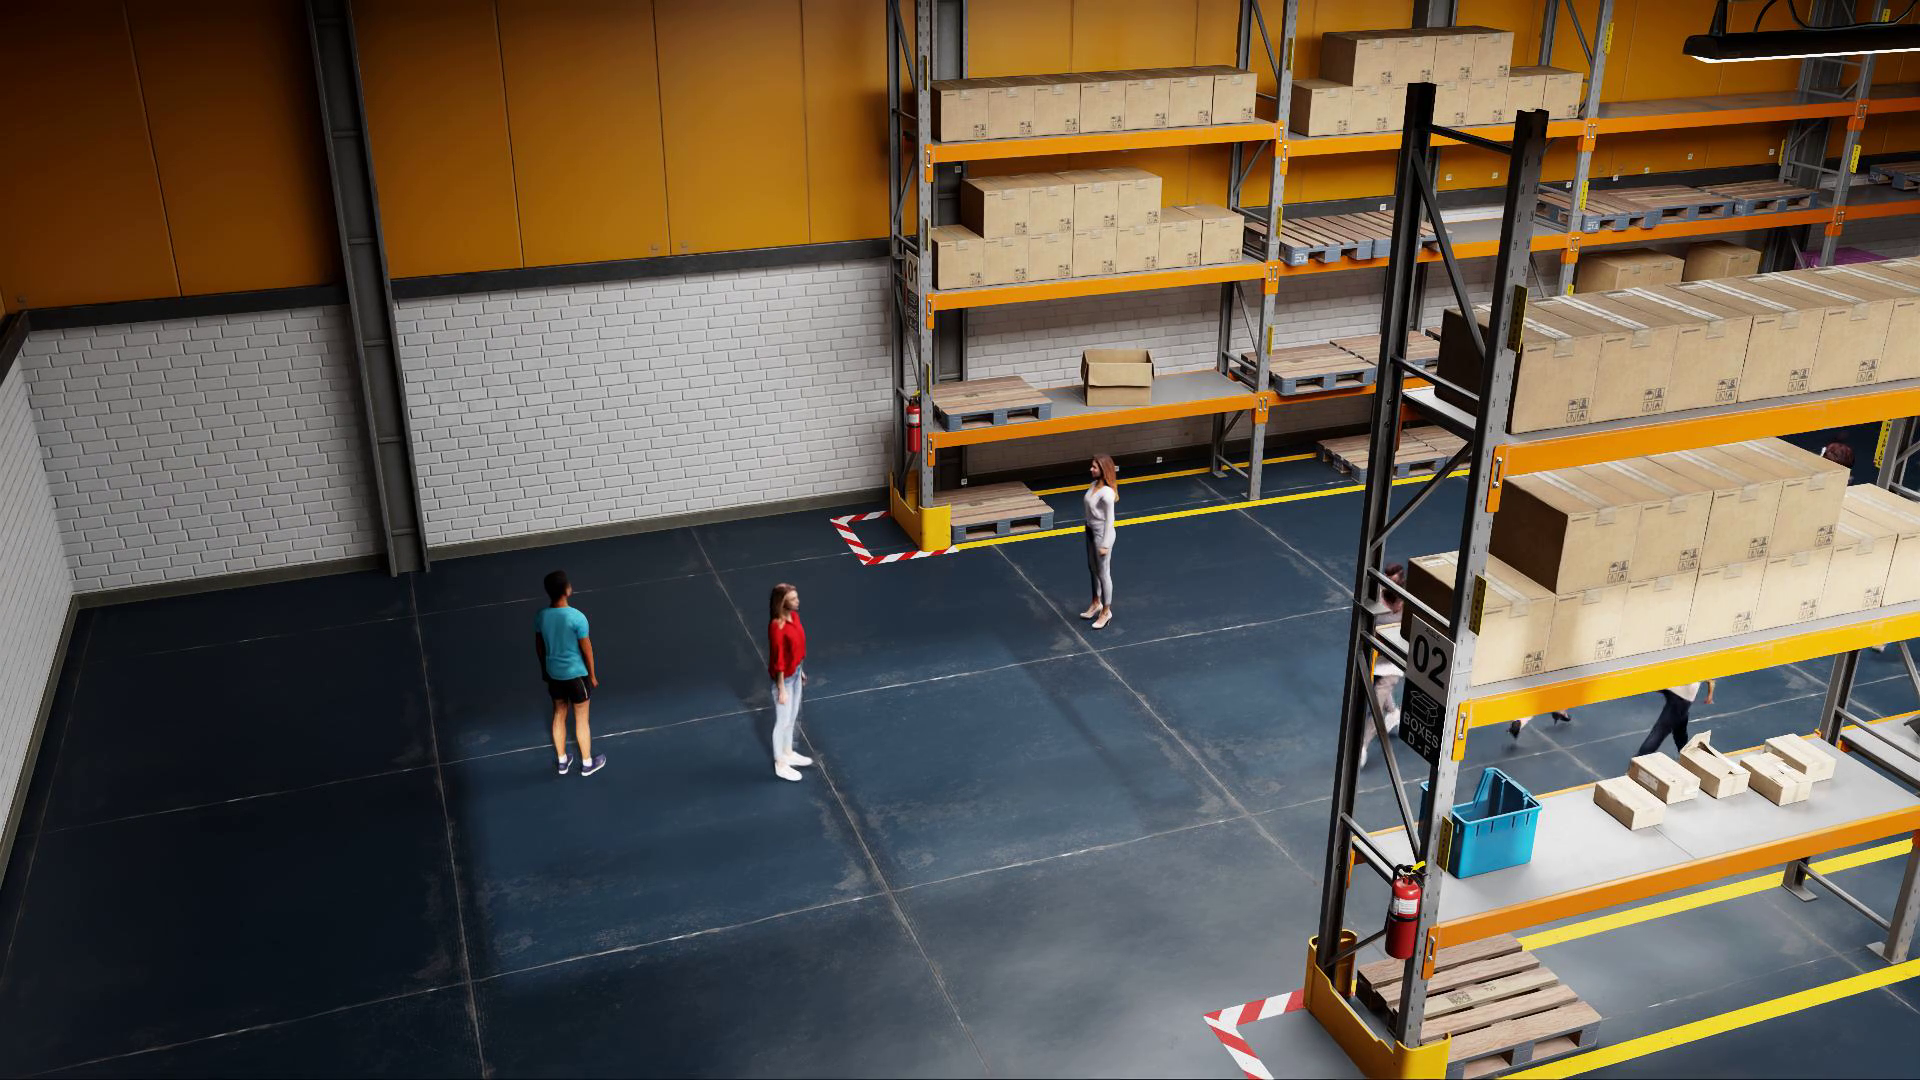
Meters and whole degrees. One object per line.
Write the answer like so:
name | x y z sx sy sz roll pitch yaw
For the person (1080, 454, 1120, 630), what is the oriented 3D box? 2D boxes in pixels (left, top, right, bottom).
person | 1.346 0.000 15.981 0.511 1.768 0.567 -8 25 -18

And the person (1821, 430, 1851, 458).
person | 9.351 -0.588 17.971 0.907 1.252 0.644 -18 29 -35

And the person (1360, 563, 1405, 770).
person | 3.539 0.966 13.741 1.074 1.792 1.257 19 30 37

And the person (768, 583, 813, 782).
person | -1.407 1.122 13.494 0.707 1.705 0.686 7 25 15

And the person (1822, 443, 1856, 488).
person | 8.507 -0.140 16.387 0.479 1.699 0.683 -7 25 -15

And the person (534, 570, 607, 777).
person | -3.191 1.085 13.492 0.636 1.774 0.749 5 24 12
